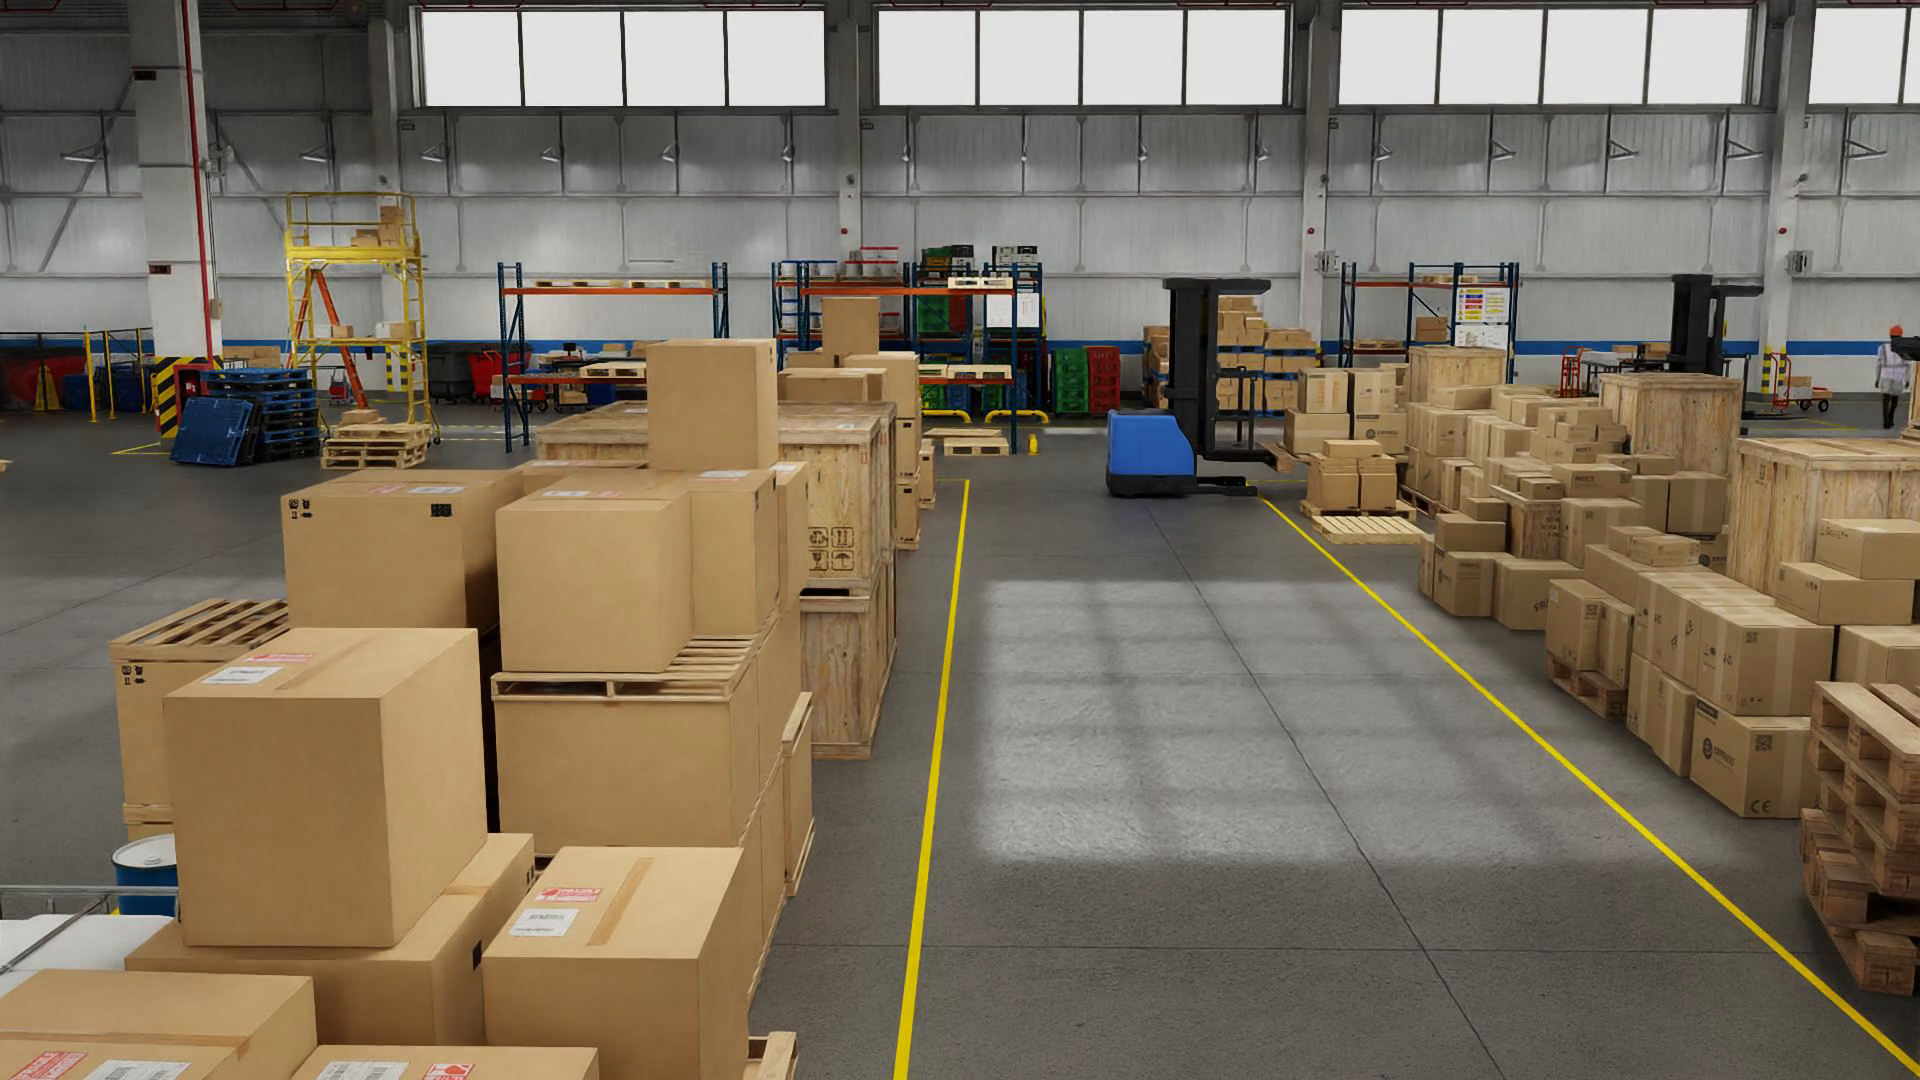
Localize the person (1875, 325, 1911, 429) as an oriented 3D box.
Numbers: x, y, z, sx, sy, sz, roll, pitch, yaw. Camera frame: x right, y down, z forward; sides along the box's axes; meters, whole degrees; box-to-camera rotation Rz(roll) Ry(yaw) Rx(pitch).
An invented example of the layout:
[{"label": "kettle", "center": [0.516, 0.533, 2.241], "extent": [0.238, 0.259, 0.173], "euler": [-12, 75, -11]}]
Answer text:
[{"label": "person", "center": [17.162, -3.009, 30.607], "extent": [0.550, 1.907, 0.912], "euler": [4, 10, 23]}]

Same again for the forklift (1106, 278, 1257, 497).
[{"label": "forklift", "center": [2.884, -2.007, 21.659], "extent": [1.873, 2.768, 1.129], "euler": [0, 9, 1]}]

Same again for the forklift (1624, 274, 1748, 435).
[{"label": "forklift", "center": [12.779, -3.275, 29.253], "extent": [1.873, 2.768, 1.129], "euler": [0, 9, 1]}]
